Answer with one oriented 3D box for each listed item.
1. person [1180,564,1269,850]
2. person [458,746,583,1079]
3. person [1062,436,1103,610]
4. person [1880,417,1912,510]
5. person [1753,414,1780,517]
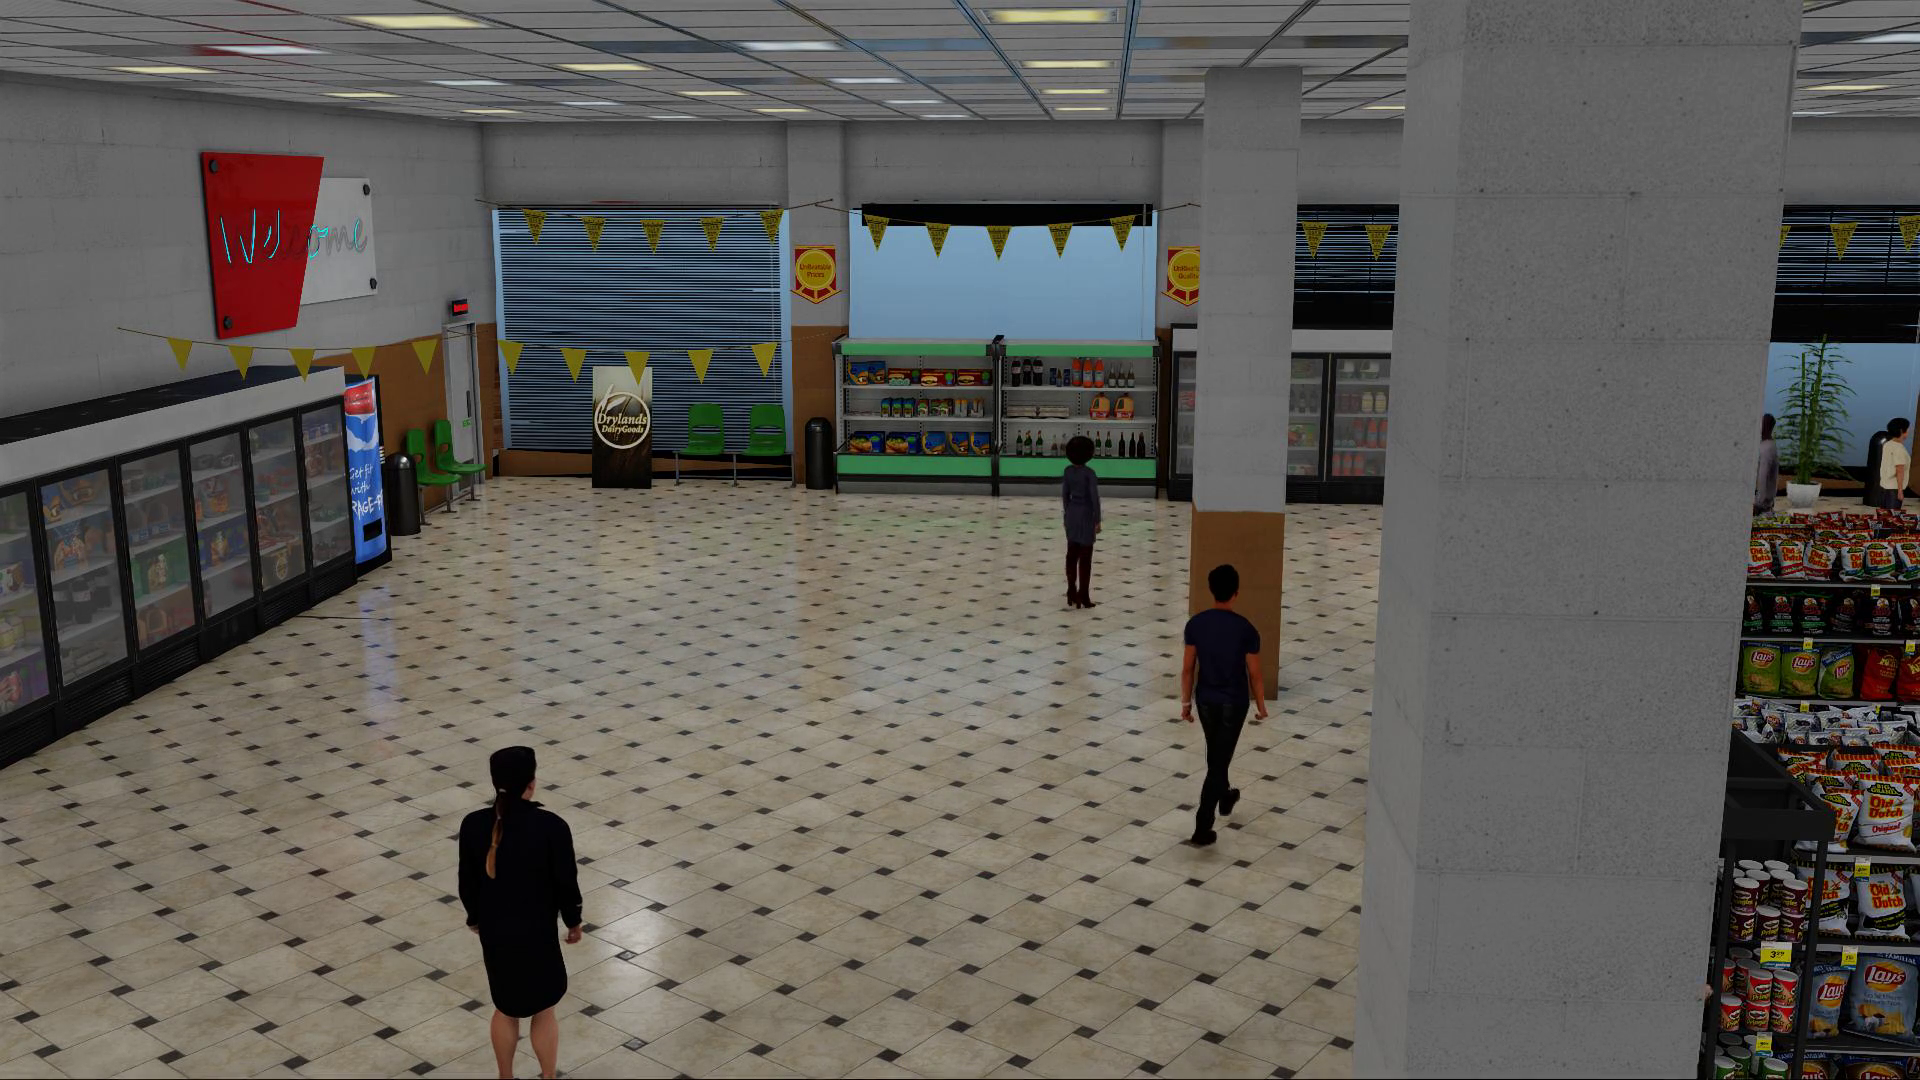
[{"bbox_3d":[1.612,1.080,10.429,1.201,1.740,1.040,6,14,28],"label":"person"},{"bbox_3d":[-1.970,1.745,7.439,0.550,1.671,0.754,1,12,7],"label":"person"},{"bbox_3d":[1.184,-0.180,16.485,0.720,1.711,0.648,-11,16,-43],"label":"person"},{"bbox_3d":[10.496,-0.586,18.712,0.480,1.589,0.600,2,12,8],"label":"person"},{"bbox_3d":[8.636,-0.438,17.656,1.235,1.735,0.802,3,12,15],"label":"person"}]
